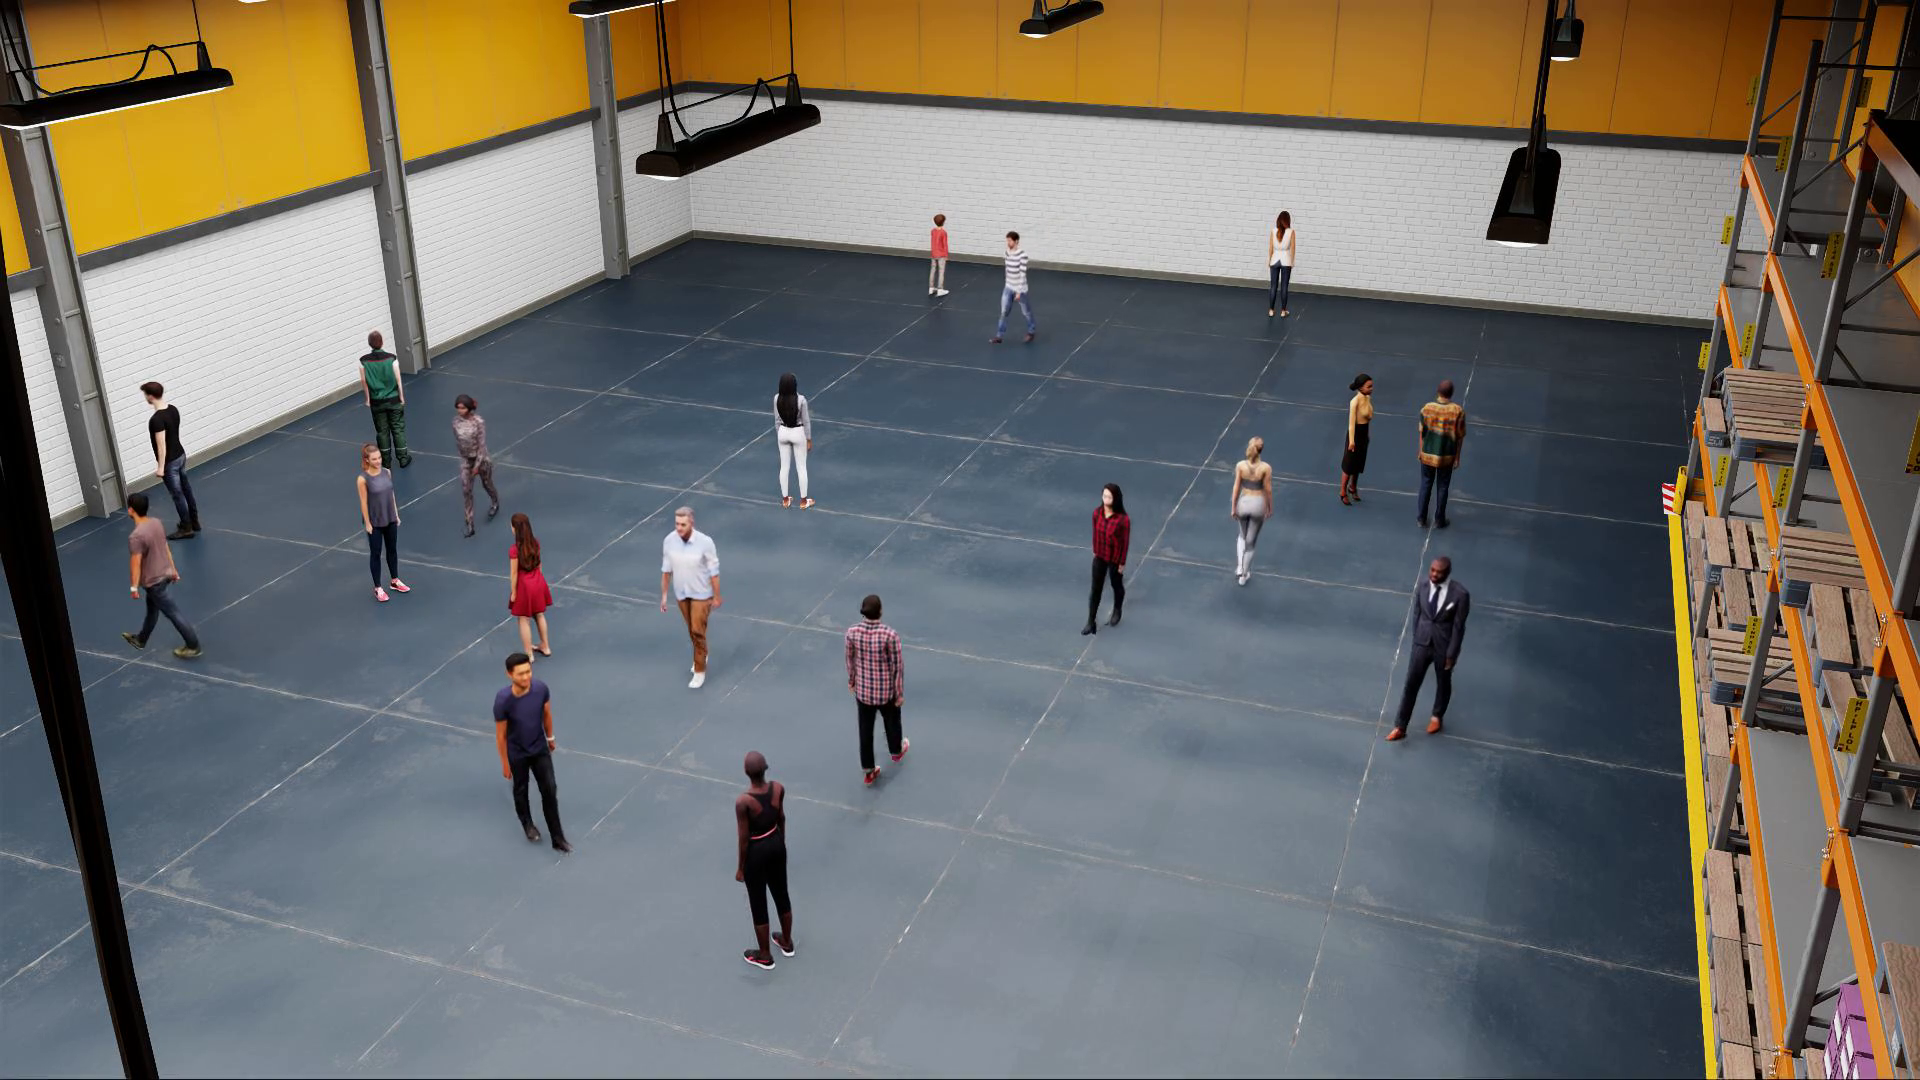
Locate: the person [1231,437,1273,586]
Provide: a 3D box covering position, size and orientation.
[{"bbox_3d":[3.146,-0.289,18.085,0.574,1.691,0.590,9,25,20],"label":"person"}]

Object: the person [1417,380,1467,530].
[{"bbox_3d":[5.636,-1.016,19.604,0.710,1.806,0.670,10,26,22],"label":"person"}]

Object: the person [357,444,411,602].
[{"bbox_3d":[-6.223,-0.211,17.865,0.683,1.722,0.555,17,29,33],"label":"person"}]

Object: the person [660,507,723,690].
[{"bbox_3d":[-2.562,0.476,16.198,0.682,1.801,0.875,9,25,20],"label":"person"}]

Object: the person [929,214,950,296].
[{"bbox_3d":[-0.380,-5.032,29.282,0.587,1.413,0.592,18,29,35],"label":"person"}]

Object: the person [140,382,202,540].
[{"bbox_3d":[-9.154,-0.941,19.323,0.807,1.893,0.640,0,24,0],"label":"person"}]

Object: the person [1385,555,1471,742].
[{"bbox_3d":[4.364,0.951,15.123,0.892,1.790,1.159,16,28,33],"label":"person"}]

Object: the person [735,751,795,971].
[{"bbox_3d":[-1.423,2.302,12.072,0.613,1.759,0.724,-21,31,-40],"label":"person"}]

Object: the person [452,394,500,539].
[{"bbox_3d":[-5.662,-0.928,19.575,0.803,1.667,1.271,2,24,6],"label":"person"}]

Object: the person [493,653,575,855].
[{"bbox_3d":[-3.556,1.669,13.506,0.999,1.769,1.010,-17,29,-33],"label":"person"}]

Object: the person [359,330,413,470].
[{"bbox_3d":[-7.394,-1.819,21.393,0.747,1.843,0.775,-5,24,-12],"label":"person"}]

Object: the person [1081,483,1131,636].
[{"bbox_3d":[1.589,0.155,17.149,0.710,1.626,0.980,14,27,29],"label":"person"}]

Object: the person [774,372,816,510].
[{"bbox_3d":[-2.030,-1.220,20.172,0.599,1.725,0.537,6,24,15],"label":"person"}]

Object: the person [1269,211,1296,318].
[{"bbox_3d":[5.387,-4.635,27.908,0.570,1.785,0.510,8,25,18],"label":"person"}]

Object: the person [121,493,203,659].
[{"bbox_3d":[-7.851,0.395,16.465,0.933,1.734,1.099,1,24,3],"label":"person"}]

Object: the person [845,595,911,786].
[{"bbox_3d":[-0.748,1.319,14.347,0.761,1.738,0.971,7,24,15],"label":"person"}]

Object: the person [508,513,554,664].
[{"bbox_3d":[-4.286,0.464,16.541,0.689,1.546,0.615,15,28,31],"label":"person"}]

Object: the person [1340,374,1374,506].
[{"bbox_3d":[4.851,-1.235,20.297,0.689,1.651,0.577,19,30,37],"label":"person"}]

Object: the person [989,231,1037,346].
[{"bbox_3d":[0.978,-3.992,26.419,0.941,1.800,1.262,19,30,36],"label":"person"}]
